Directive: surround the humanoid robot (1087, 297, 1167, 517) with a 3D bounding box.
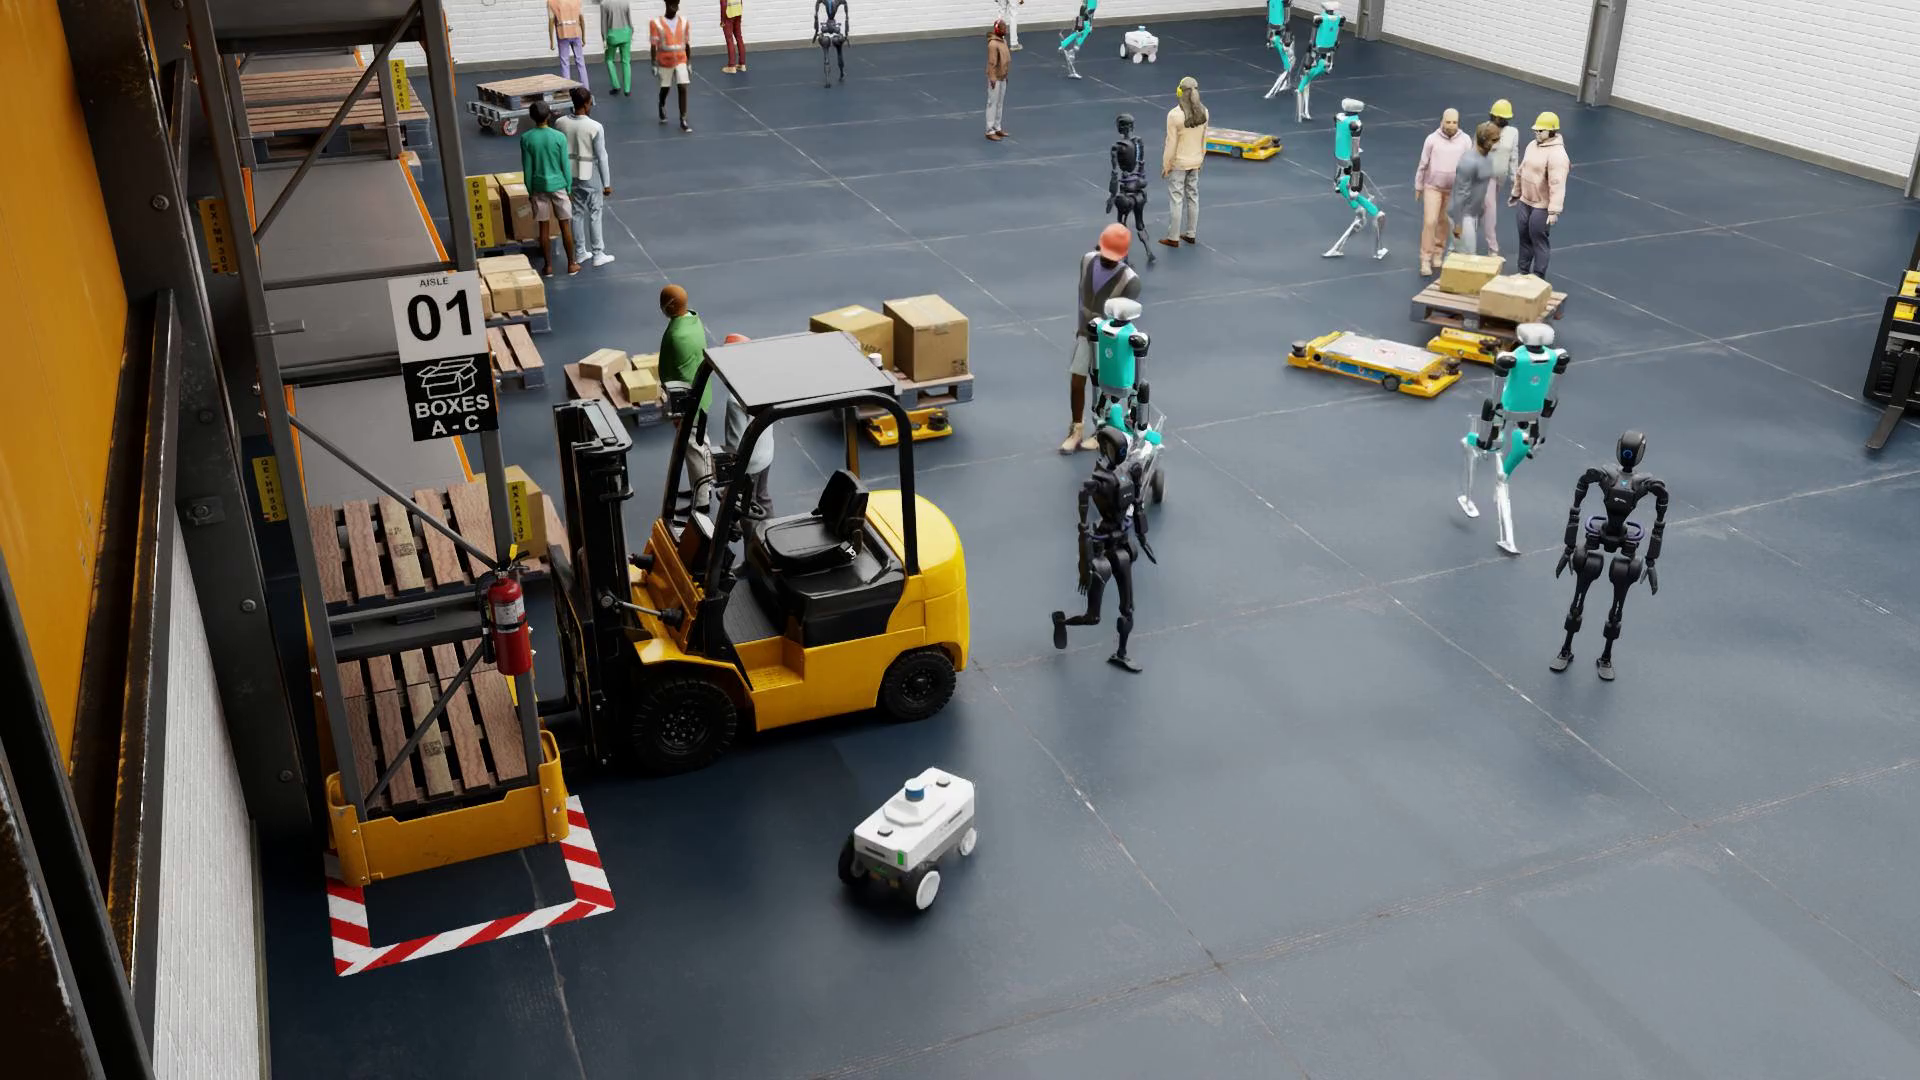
[{"bbox_3d":[1.297,-1.011,12.219,0.735,1.673,0.533,-23,35,-38],"label":"humanoid robot"}]

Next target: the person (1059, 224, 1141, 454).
[{"bbox_3d":[1.104,-1.585,13.237,0.699,1.981,0.608,22,34,37],"label":"person"}]

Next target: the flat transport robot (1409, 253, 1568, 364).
[{"bbox_3d":[5.070,-2.045,16.055,0.659,0.231,1.431,17,31,30],"label":"flat transport robot"}]

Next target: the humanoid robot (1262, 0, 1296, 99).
[{"bbox_3d":[5.055,-7.747,25.780,0.915,1.771,0.542,-13,30,-25],"label":"humanoid robot"}]

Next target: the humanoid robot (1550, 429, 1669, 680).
[{"bbox_3d":[4.006,0.088,10.228,0.599,1.657,0.315,12,29,22],"label":"humanoid robot"}]

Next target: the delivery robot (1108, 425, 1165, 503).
[{"bbox_3d":[1.327,-0.617,12.911,0.499,0.608,0.784,1,27,3],"label":"delivery robot"}]

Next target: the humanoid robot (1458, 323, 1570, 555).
[{"bbox_3d":[3.893,-0.817,12.048,0.530,1.765,1.001,-4,27,-9],"label":"humanoid robot"}]

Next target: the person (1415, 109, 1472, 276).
[{"bbox_3d":[5.148,-3.681,17.665,0.551,1.749,0.843,2,27,4],"label":"person"}]

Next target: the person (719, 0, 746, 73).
[{"bbox_3d":[-3.769,-8.638,27.497,0.359,1.769,0.474,21,34,36],"label":"person"}]

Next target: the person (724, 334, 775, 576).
[{"bbox_3d":[-1.475,-0.588,11.519,0.347,1.739,0.571,8,28,15],"label":"person"}]

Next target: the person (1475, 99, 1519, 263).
[{"bbox_3d":[5.850,-4.005,18.330,0.520,1.727,0.884,-11,29,-22],"label":"person"}]

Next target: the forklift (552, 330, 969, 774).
[{"bbox_3d":[-1.094,0.010,9.831,2.313,2.155,1.214,-10,28,-20],"label":"forklift"}]

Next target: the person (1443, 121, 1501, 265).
[{"bbox_3d":[5.053,-3.187,16.496,0.477,1.924,0.664,16,31,29],"label":"person"}]

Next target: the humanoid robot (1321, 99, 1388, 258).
[{"bbox_3d":[4.457,-3.903,18.176,0.871,1.832,0.534,-6,27,-11],"label":"humanoid robot"}]

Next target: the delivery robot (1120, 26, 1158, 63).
[{"bbox_3d":[3.107,-8.539,28.667,0.514,0.606,0.777,-9,28,-17],"label":"delivery robot"}]

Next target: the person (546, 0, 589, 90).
[{"bbox_3d":[-6.034,-7.723,25.618,0.574,1.832,0.403,-13,29,-24],"label":"person"}]

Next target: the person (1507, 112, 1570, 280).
[{"bbox_3d":[5.972,-3.481,17.149,0.433,1.859,0.791,-7,28,-14],"label":"person"}]

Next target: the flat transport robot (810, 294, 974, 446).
[{"bbox_3d":[-0.638,-1.184,14.342,0.659,0.231,1.431,-11,29,-21],"label":"flat transport robot"}]

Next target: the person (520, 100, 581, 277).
[{"bbox_3d":[-4.347,-3.698,17.587,0.491,1.847,0.398,-4,27,-9],"label":"person"}]

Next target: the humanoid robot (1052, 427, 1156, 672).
[{"bbox_3d":[0.907,0.028,10.378,0.602,1.642,0.594,-22,34,-36],"label":"humanoid robot"}]

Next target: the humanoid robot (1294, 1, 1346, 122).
[{"bbox_3d":[5.132,-6.925,24.185,0.547,1.830,0.764,-12,29,-22],"label":"humanoid robot"}]

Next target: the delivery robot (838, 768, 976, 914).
[{"bbox_3d":[-0.245,1.534,8.640,0.499,0.614,0.815,17,31,30],"label":"delivery robot"}]

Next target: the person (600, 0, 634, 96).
[{"bbox_3d":[-5.323,-7.835,25.836,0.574,1.833,0.479,-12,29,-23],"label":"person"}]

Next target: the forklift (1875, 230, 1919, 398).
[{"bbox_3d":[9.029,-2.397,14.618,1.214,2.155,2.313,18,32,32],"label":"forklift"}]

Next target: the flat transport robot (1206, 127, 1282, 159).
[{"bbox_3d":[3.637,-5.460,22.848,1.431,0.231,0.659,16,31,28],"label":"flat transport robot"}]

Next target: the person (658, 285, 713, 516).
[{"bbox_3d":[-2.034,-1.043,12.380,0.386,1.782,0.538,0,27,-1],"label":"person"}]

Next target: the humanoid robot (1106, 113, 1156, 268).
[{"bbox_3d":[1.861,-3.735,17.859,0.468,1.646,0.607,22,34,37],"label":"humanoid robot"}]

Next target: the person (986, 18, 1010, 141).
[{"bbox_3d":[0.522,-6.446,23.266,0.314,1.651,0.462,12,29,23],"label":"person"}]

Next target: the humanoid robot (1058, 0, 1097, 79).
[{"bbox_3d":[1.884,-8.304,26.999,0.727,1.904,0.551,12,29,22],"label":"humanoid robot"}]

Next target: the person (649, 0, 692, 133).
[{"bbox_3d":[-4.149,-6.865,23.805,0.626,1.921,0.899,-12,29,-22],"label":"person"}]

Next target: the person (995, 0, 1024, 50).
[{"bbox_3d":[0.858,-9.612,29.309,0.582,1.881,0.337,14,30,26],"label":"person"}]

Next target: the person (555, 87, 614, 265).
[{"bbox_3d":[-4.041,-3.908,17.943,0.596,1.907,0.410,10,28,19],"label":"person"}]

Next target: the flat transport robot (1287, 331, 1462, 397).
[{"bbox_3d":[3.794,-1.631,15.232,1.431,0.231,0.659,20,33,34],"label":"flat transport robot"}]

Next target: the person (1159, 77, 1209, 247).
[{"bbox_3d":[2.512,-4.208,18.573,0.556,1.877,0.409,-15,30,-28],"label":"person"}]

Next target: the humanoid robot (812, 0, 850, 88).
[{"bbox_3d":[-2.064,-8.130,26.638,0.614,1.624,0.765,2,27,4],"label":"humanoid robot"}]
